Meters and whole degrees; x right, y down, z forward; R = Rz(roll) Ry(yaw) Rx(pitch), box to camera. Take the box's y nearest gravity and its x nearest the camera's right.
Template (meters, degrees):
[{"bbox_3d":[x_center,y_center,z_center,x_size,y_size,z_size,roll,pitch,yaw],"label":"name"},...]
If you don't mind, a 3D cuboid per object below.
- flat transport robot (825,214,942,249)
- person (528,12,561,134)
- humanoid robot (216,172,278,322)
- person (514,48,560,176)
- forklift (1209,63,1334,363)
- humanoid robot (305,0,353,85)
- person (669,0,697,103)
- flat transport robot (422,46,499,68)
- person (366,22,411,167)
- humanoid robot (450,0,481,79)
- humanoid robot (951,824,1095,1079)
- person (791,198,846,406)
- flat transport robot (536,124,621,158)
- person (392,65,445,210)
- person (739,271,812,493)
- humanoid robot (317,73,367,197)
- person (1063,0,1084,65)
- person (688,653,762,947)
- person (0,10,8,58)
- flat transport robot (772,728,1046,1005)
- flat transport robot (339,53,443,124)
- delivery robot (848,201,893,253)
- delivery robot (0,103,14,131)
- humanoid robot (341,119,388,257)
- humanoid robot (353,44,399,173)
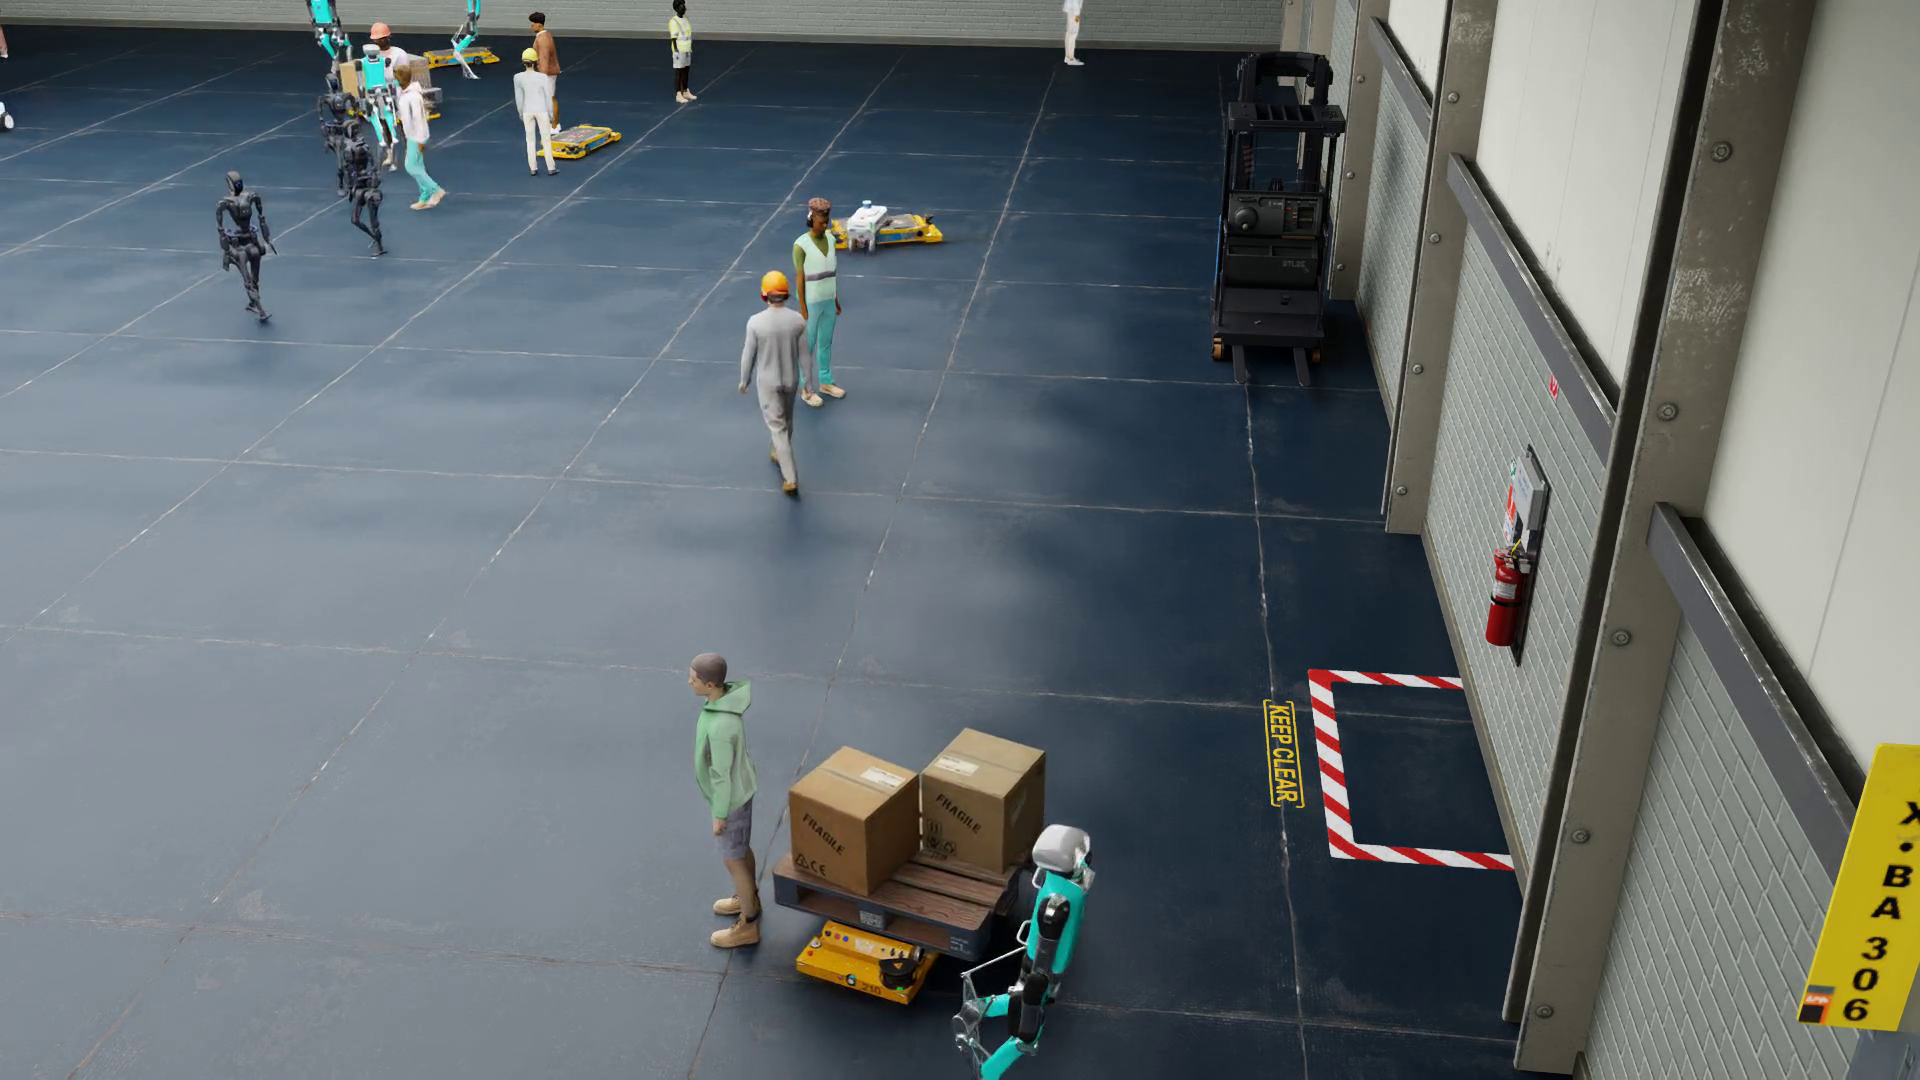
[{"bbox_3d":[-0.991,-3.868,20.861,1.431,0.231,0.659,-6,27,-13],"label":"flat transport robot"},{"bbox_3d":[-6.431,-7.273,25.904,0.417,1.842,0.798,-5,27,-10],"label":"person"},{"bbox_3d":[-7.678,-3.180,17.960,0.755,1.623,0.616,18,32,32],"label":"humanoid robot"},{"bbox_3d":[-6.002,-6.051,23.545,0.523,1.769,0.317,2,27,4],"label":"person"},{"bbox_3d":[3.241,-3.477,17.183,1.129,2.768,1.873,3,27,6],"label":"forklift"},{"bbox_3d":[-11.062,-8.926,29.381,0.547,1.770,1.066,4,27,7],"label":"humanoid robot"},{"bbox_3d":[-4.670,-8.241,27.995,0.315,1.695,0.540,10,28,19],"label":"person"},{"bbox_3d":[-9.442,-9.042,31.190,1.431,0.231,0.659,-14,30,-26],"label":"flat transport robot"},{"bbox_3d":[-8.191,-6.397,23.933,0.613,2.040,0.391,2,27,5],"label":"person"},{"bbox_3d":[-8.859,-9.070,29.679,0.808,1.827,0.546,-4,27,-8],"label":"humanoid robot"},{"bbox_3d":[0.192,2.023,7.465,0.788,1.776,0.551,8,28,15],"label":"humanoid robot"},{"bbox_3d":[-1.348,-2.271,15.768,0.405,1.980,0.482,22,34,37],"label":"person"},{"bbox_3d":[-5.765,-6.034,25.184,0.659,0.231,1.431,8,28,16],"label":"flat transport robot"},{"bbox_3d":[-7.184,-5.267,21.830,0.419,1.901,0.511,-16,31,-28],"label":"person"},{"bbox_3d":[-1.527,-1.347,14.069,0.566,1.855,0.948,-14,30,-25],"label":"person"},{"bbox_3d":[-8.347,-5.471,22.493,0.589,1.655,0.326,-22,34,-37],"label":"humanoid robot"},{"bbox_3d":[2.106,-9.816,30.943,0.400,1.877,0.496,-3,27,-6],"label":"person"},{"bbox_3d":[-1.225,1.362,8.789,0.317,1.736,0.478,-3,27,-6],"label":"person"},{"bbox_3d":[-18.403,-10.020,31.315,0.412,1.908,0.637,18,32,32],"label":"person"},{"bbox_3d":[-0.281,1.971,9.204,0.659,0.231,1.431,11,29,21],"label":"flat transport robot"},{"bbox_3d":[-9.231,-6.987,27.086,1.431,0.231,0.659,16,31,28],"label":"flat transport robot"},{"bbox_3d":[-1.138,-3.906,20.607,0.499,0.586,0.773,6,27,12],"label":"delivery robot"},{"bbox_3d":[-15.286,-6.629,26.061,0.499,0.601,0.783,3,27,6],"label":"delivery robot"},{"bbox_3d":[-7.166,-4.246,20.048,0.608,1.646,0.349,16,31,29],"label":"humanoid robot"},{"bbox_3d":[-8.201,-6.084,23.678,0.537,1.829,0.679,-17,31,-30],"label":"humanoid robot"}]
